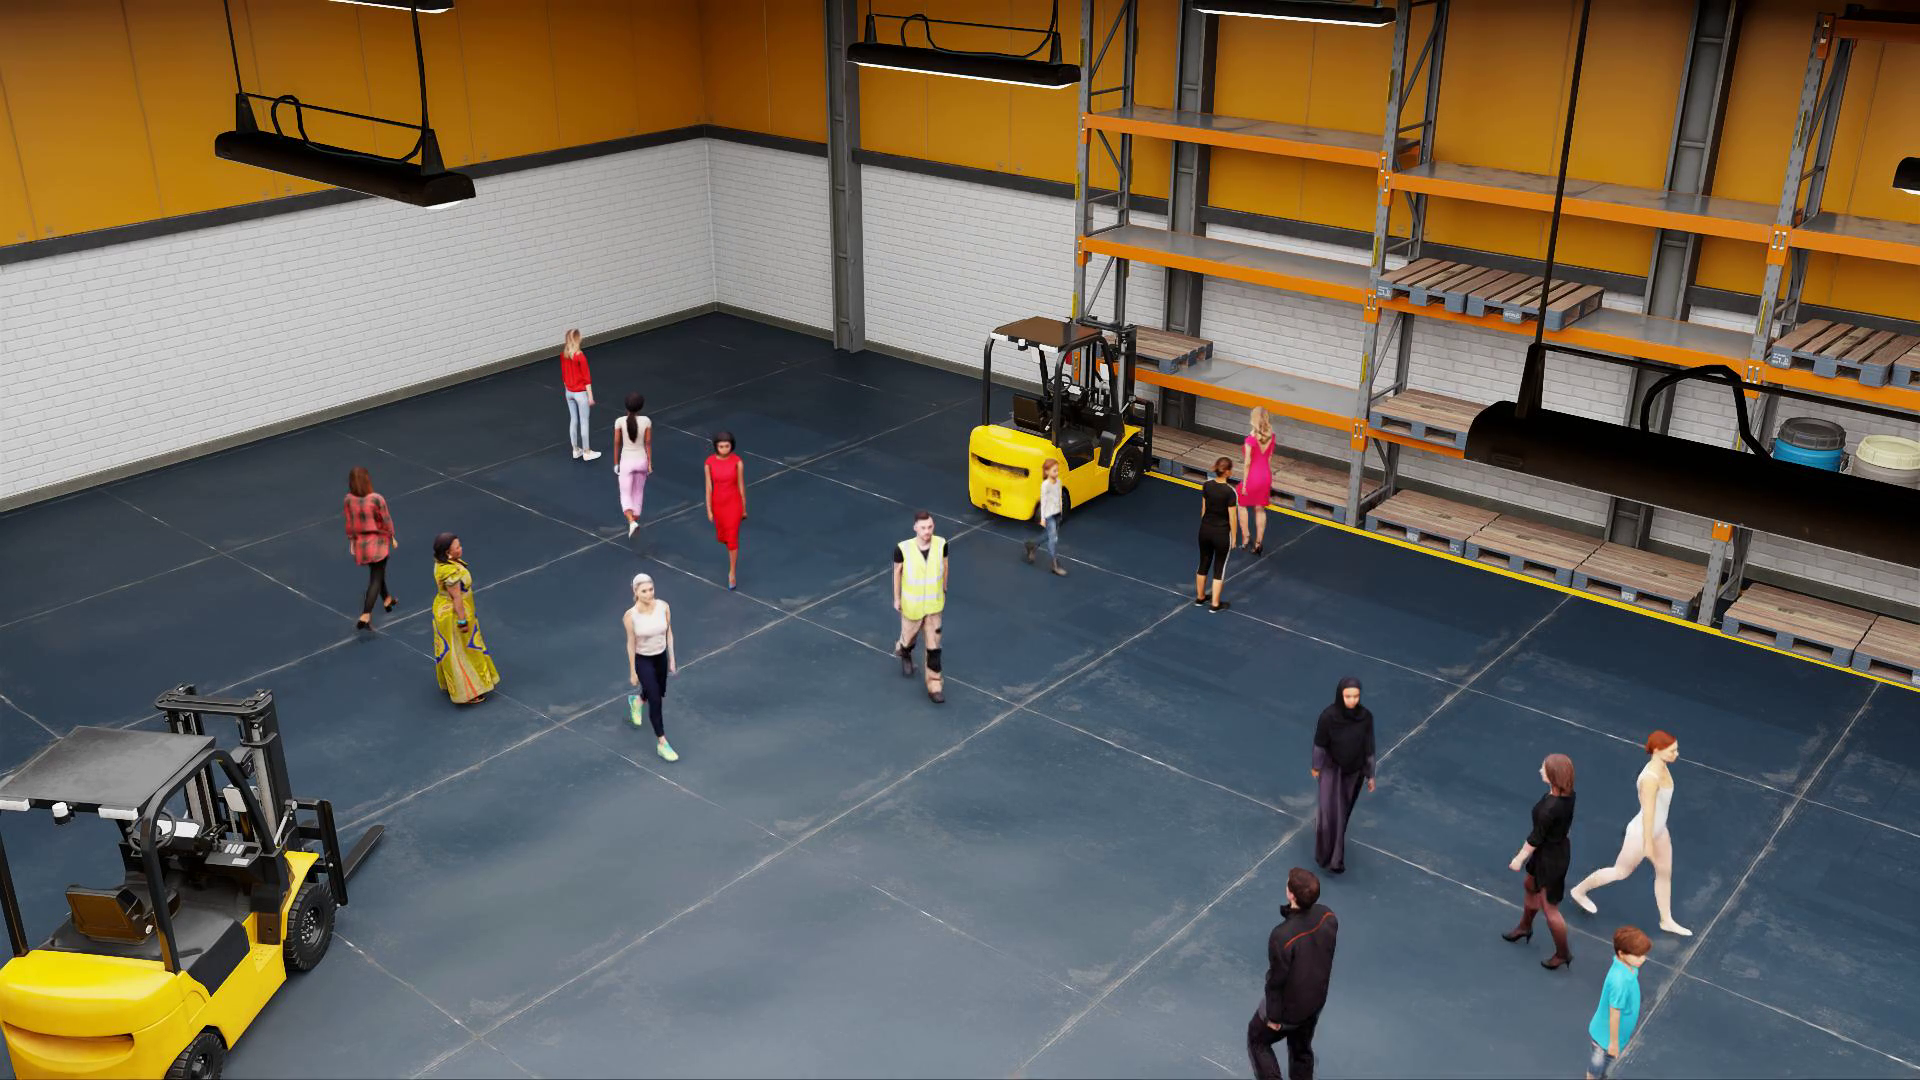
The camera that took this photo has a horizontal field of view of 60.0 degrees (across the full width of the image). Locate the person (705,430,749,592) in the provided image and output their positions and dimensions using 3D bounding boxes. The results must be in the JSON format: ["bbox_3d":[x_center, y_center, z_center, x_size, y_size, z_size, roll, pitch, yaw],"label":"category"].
[{"bbox_3d":[-2.470,-0.358,17.664,0.998,1.717,1.028,-1,24,-2],"label":"person"}]

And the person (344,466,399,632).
[{"bbox_3d":[-5.923,0.111,16.655,1.120,1.664,0.994,5,24,12],"label":"person"}]

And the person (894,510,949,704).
[{"bbox_3d":[-0.377,0.560,15.433,1.092,1.822,1.233,-6,24,-14],"label":"person"}]

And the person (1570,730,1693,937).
[{"bbox_3d":[4.907,2.123,12.130,1.068,1.603,0.566,18,29,35],"label":"person"}]

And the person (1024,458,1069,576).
[{"bbox_3d":[0.937,-0.273,17.987,0.818,1.302,0.474,20,30,37],"label":"person"}]

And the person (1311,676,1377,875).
[{"bbox_3d":[2.973,1.729,13.024,0.956,1.608,1.041,-4,24,-9],"label":"person"}]

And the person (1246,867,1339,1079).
[{"bbox_3d":[2.109,2.853,10.182,0.799,1.825,0.749,-14,27,-30],"label":"person"}]

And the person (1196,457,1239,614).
[{"bbox_3d":[2.623,-0.067,17.059,0.473,1.668,0.654,22,32,40],"label":"person"}]

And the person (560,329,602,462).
[{"bbox_3d":[-4.848,-1.848,21.087,0.474,1.704,0.696,15,28,31],"label":"person"}]

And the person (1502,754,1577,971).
[{"bbox_3d":[4.189,2.287,11.655,0.750,1.683,0.600,17,29,34],"label":"person"}]

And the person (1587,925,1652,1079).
[{"bbox_3d":[4.027,3.007,10.302,0.551,1.448,0.565,12,26,25],"label":"person"}]

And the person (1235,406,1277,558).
[{"bbox_3d":[3.301,-0.610,18.244,0.686,1.713,0.721,-13,27,-27],"label":"person"}]

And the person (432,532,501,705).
[{"bbox_3d":[-4.653,0.698,15.319,1.042,1.660,0.908,-11,26,-24],"label":"person"}]

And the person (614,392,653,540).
[{"bbox_3d":[-3.645,-0.802,18.679,0.922,1.718,1.036,-7,25,-16],"label":"person"}]

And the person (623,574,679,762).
[{"bbox_3d":[-2.737,1.051,14.489,0.714,1.678,1.112,-19,30,-36],"label":"person"}]
